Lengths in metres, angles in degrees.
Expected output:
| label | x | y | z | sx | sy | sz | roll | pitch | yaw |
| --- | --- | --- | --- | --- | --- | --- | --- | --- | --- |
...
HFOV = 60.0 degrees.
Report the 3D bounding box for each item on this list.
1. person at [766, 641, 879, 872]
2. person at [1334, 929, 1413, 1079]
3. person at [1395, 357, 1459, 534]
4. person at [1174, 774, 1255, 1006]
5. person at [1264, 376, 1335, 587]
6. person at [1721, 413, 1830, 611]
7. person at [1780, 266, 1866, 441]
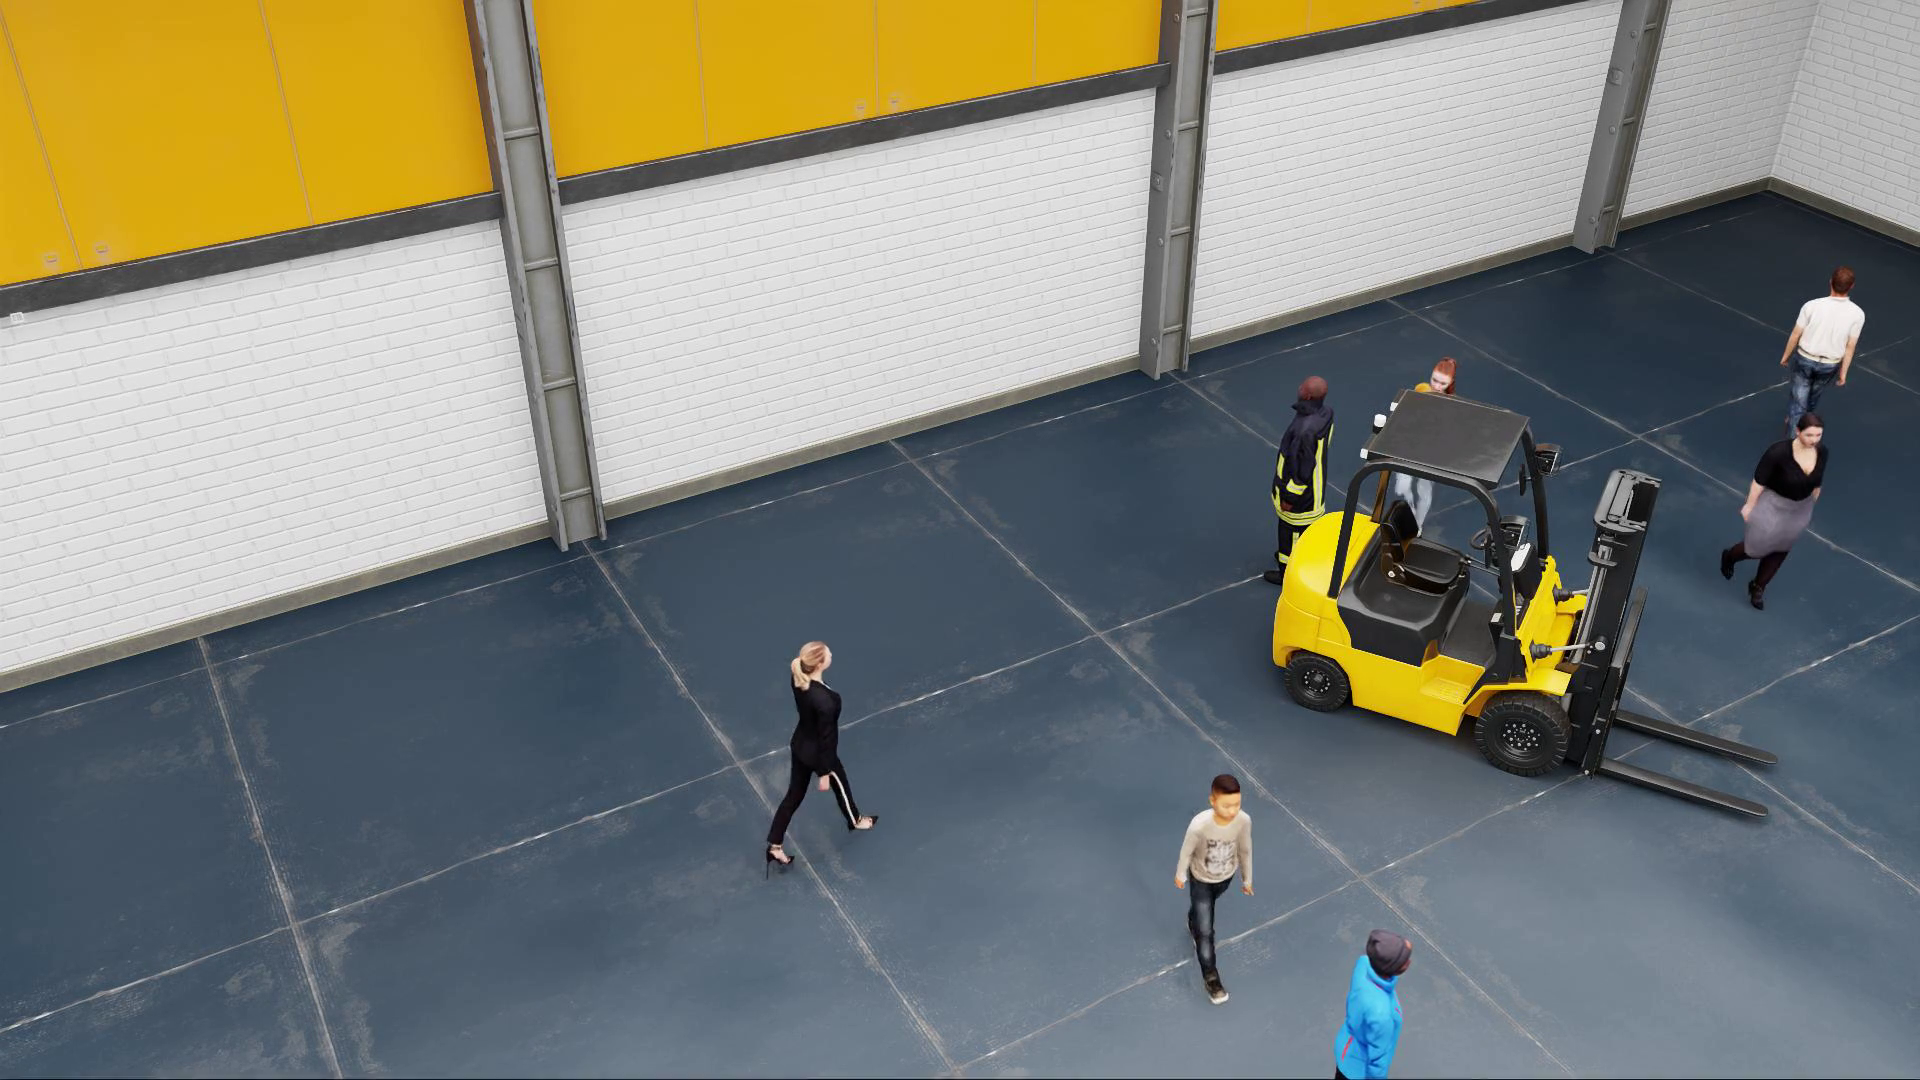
| label | x | y | z | sx | sy | sz | roll | pitch | yaw |
| --- | --- | --- | --- | --- | --- | --- | --- | --- | --- |
| person | -0.977 | 1.375 | 10.310 | 1.102 | 1.661 | 0.750 | -24 | 40 | -31 |
| person | 1.999 | 2.612 | 8.331 | 0.710 | 1.792 | 0.699 | 0 | 34 | 0 |
| person | 3.791 | -0.729 | 13.414 | 0.659 | 1.730 | 0.665 | -28 | 43 | -36 |
| person | 1.447 | 1.903 | 9.723 | 0.960 | 1.432 | 0.754 | -10 | 35 | -14 |
| person | 2.676 | -0.476 | 12.950 | 0.920 | 1.822 | 0.807 | 17 | 37 | 24 |
| person | 6.203 | -0.270 | 12.713 | 0.880 | 1.740 | 0.898 | -5 | 34 | -8 |
| person | 7.404 | -1.441 | 14.420 | 1.181 | 1.801 | 1.281 | 10 | 35 | 15 |
